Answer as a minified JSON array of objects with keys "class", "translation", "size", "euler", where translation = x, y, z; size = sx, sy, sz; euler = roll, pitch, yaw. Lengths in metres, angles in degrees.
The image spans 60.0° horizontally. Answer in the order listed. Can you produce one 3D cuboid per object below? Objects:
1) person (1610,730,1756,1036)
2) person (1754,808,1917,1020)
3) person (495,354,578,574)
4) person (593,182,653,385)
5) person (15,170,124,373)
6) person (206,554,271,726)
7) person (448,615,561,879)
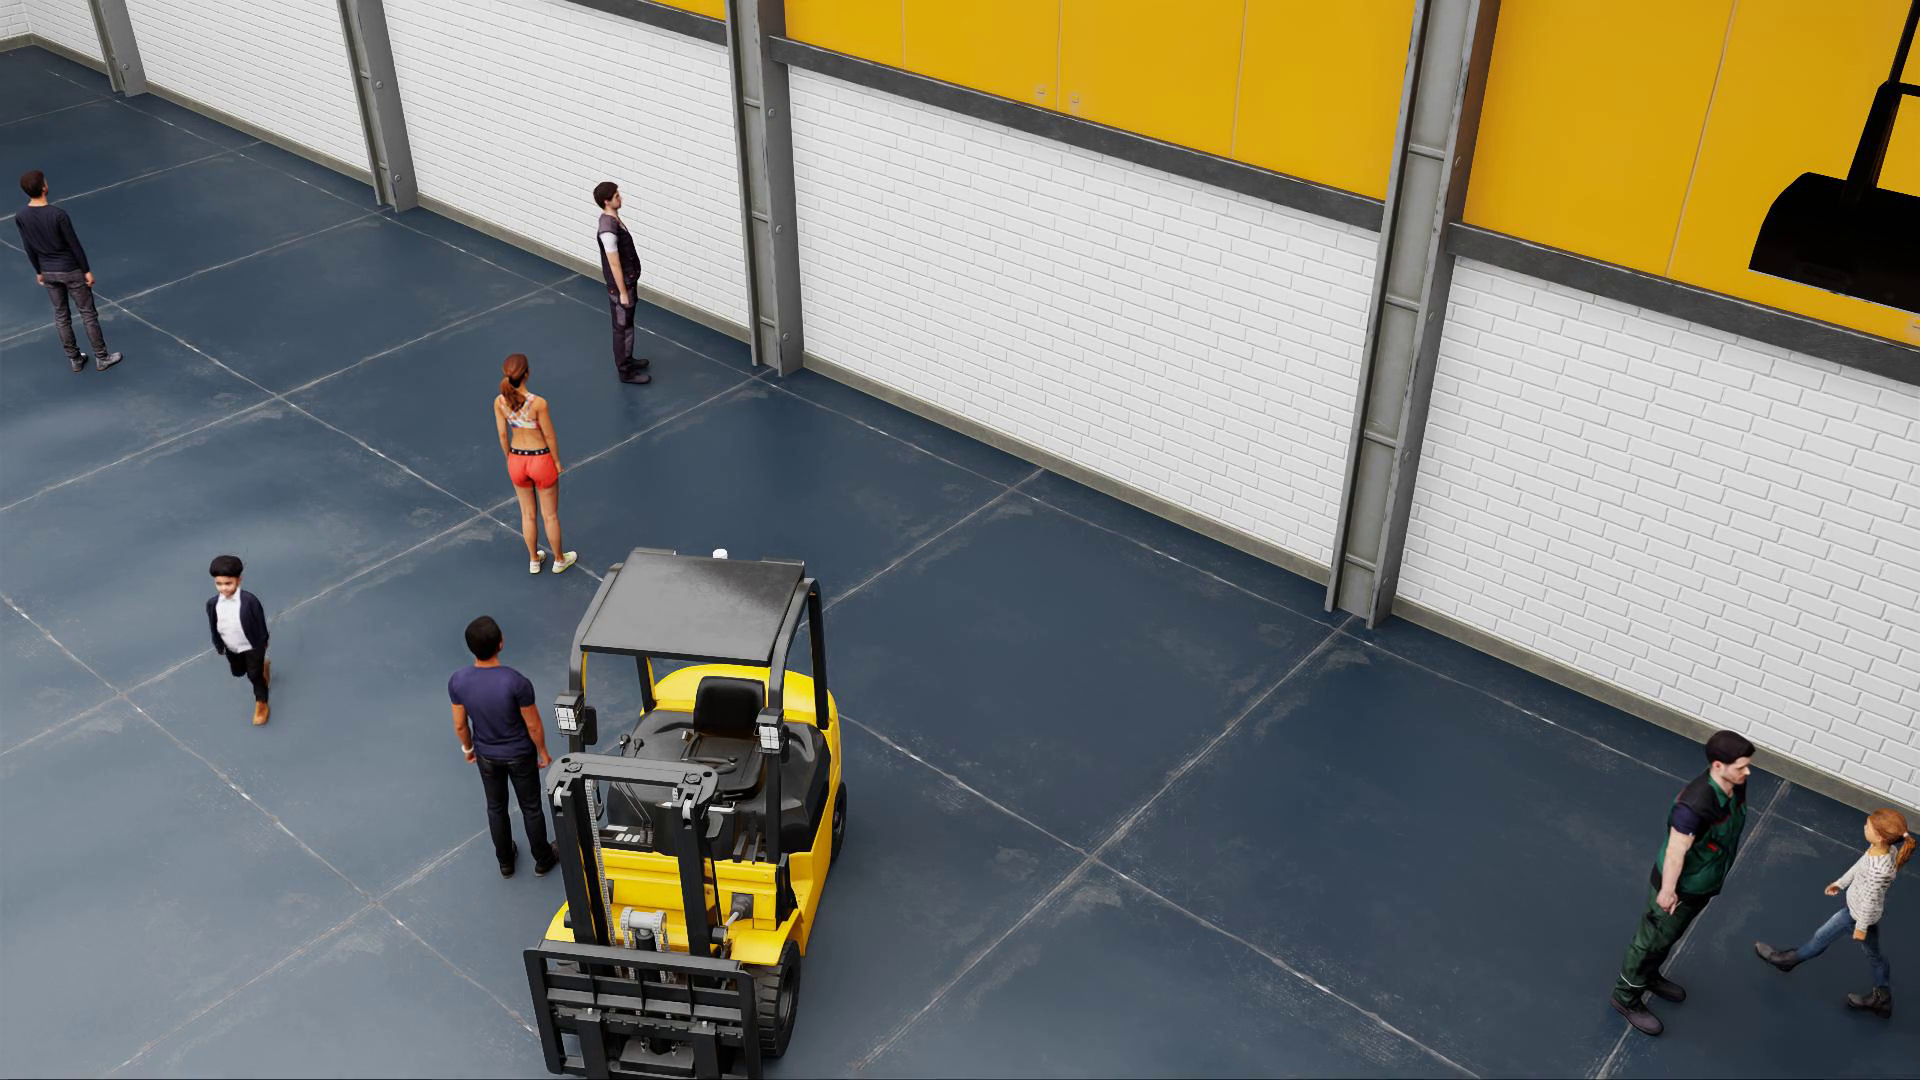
[{"class":"person","translation":[3.763,1.731,8.628],"size":[0.567,1.899,0.687],"euler":[28,42,35]},{"class":"person","translation":[4.846,1.995,8.792],"size":[0.937,1.277,0.465],"euler":[24,40,31]},{"class":"person","translation":[-3.125,-0.542,12.144],"size":[0.650,1.792,0.731],"euler":[4,34,6]},{"class":"person","translation":[-3.017,-2.284,14.714],"size":[0.801,1.849,0.718],"euler":[-6,34,-9]},{"class":"person","translation":[-8.020,-2.392,14.857],"size":[0.700,1.870,0.775],"euler":[-1,34,-1]},{"class":"person","translation":[-4.711,0.609,10.934],"size":[0.756,1.215,0.793],"euler":[0,34,0]},{"class":"person","translation":[-2.615,1.205,9.516],"size":[0.684,1.791,0.773],"euler":[0,34,1]}]
